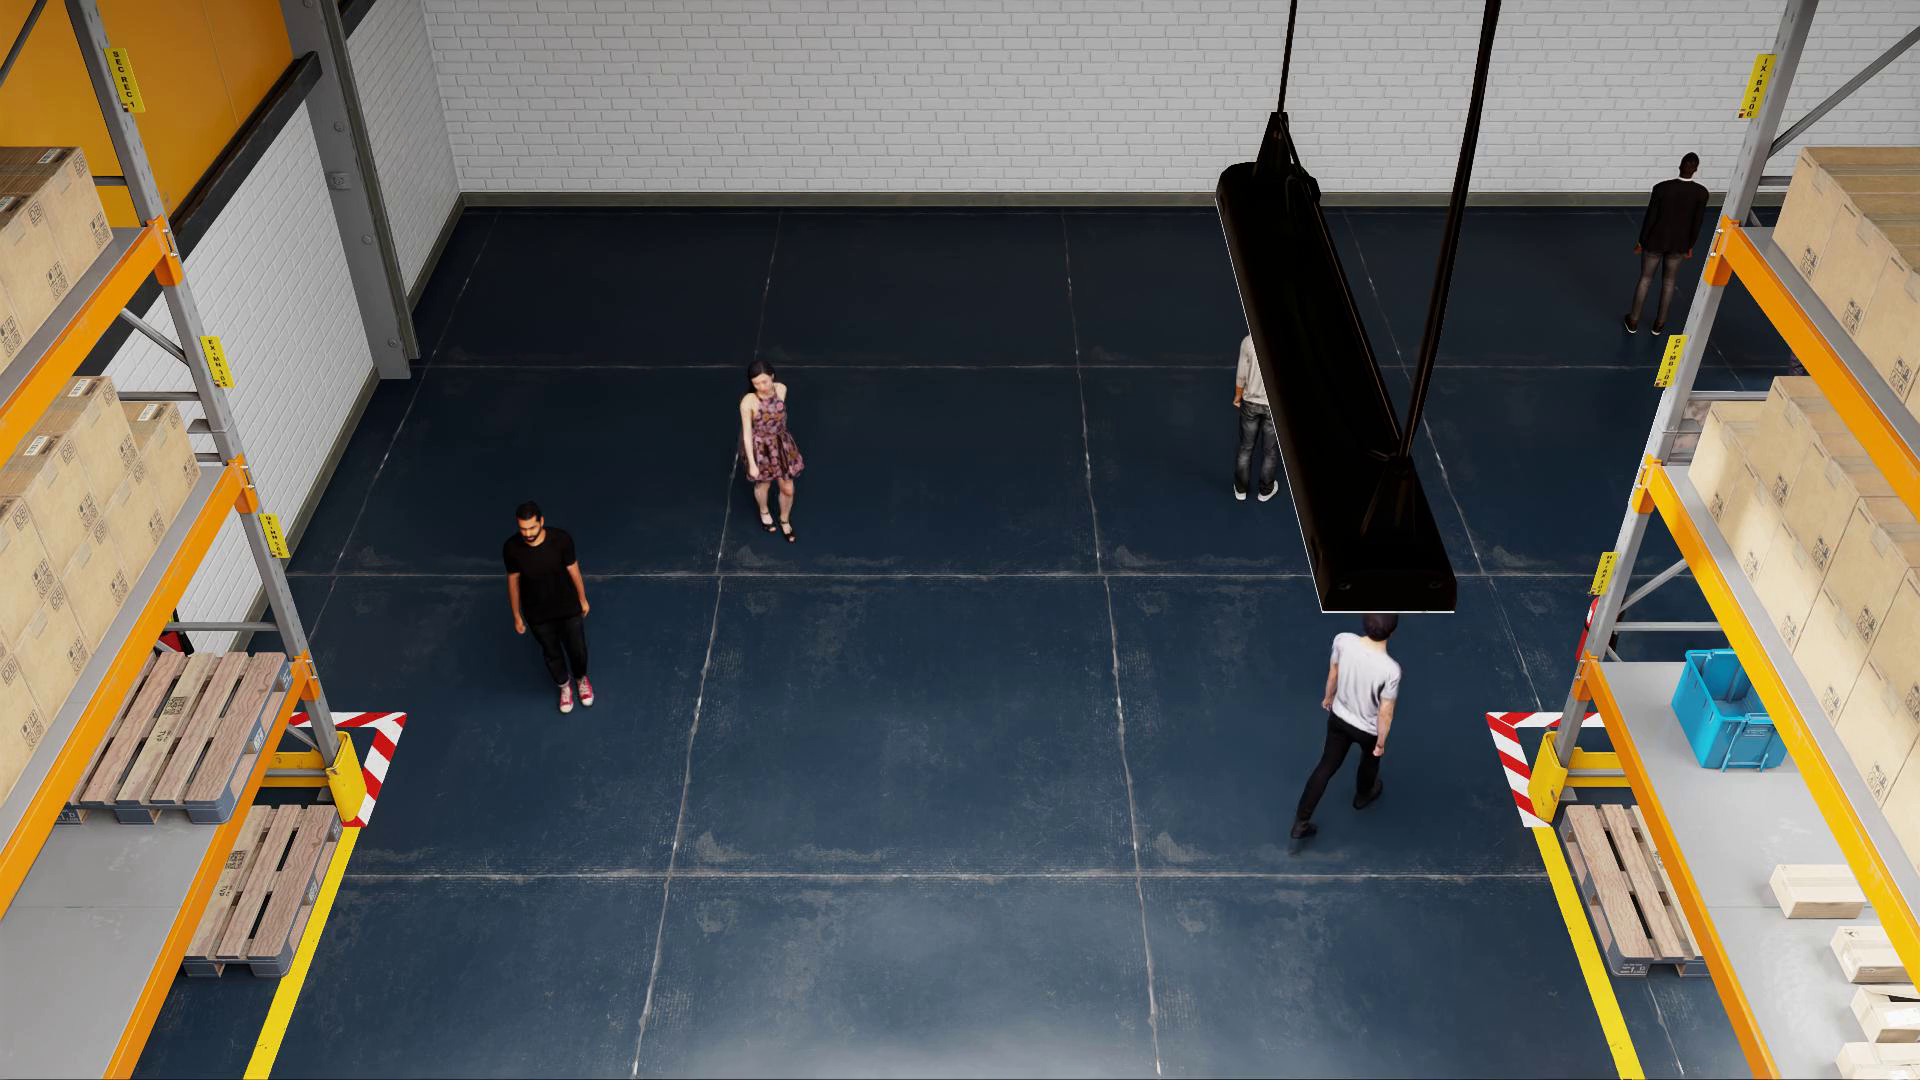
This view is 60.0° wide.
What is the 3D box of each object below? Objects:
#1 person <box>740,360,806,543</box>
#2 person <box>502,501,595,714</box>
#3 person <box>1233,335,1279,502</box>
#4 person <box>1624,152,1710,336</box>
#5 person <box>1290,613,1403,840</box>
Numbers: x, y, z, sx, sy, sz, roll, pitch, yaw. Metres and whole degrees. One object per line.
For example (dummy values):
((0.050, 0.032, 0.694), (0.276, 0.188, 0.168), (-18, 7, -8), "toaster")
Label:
((-1.497, -0.704, 12.816), (0.828, 1.736, 0.905), (-30, 47, -32), "person")
((-2.804, 0.405, 11.415), (0.706, 1.751, 0.657), (-7, 39, -9), "person")
((2.423, -1.096, 13.242), (0.718, 1.816, 0.669), (12, 40, 14), "person")
((6.500, -2.722, 15.291), (0.712, 1.799, 0.649), (9, 40, 11), "person")
((2.420, 1.164, 10.394), (1.216, 1.839, 1.161), (-32, 48, -33), "person")
